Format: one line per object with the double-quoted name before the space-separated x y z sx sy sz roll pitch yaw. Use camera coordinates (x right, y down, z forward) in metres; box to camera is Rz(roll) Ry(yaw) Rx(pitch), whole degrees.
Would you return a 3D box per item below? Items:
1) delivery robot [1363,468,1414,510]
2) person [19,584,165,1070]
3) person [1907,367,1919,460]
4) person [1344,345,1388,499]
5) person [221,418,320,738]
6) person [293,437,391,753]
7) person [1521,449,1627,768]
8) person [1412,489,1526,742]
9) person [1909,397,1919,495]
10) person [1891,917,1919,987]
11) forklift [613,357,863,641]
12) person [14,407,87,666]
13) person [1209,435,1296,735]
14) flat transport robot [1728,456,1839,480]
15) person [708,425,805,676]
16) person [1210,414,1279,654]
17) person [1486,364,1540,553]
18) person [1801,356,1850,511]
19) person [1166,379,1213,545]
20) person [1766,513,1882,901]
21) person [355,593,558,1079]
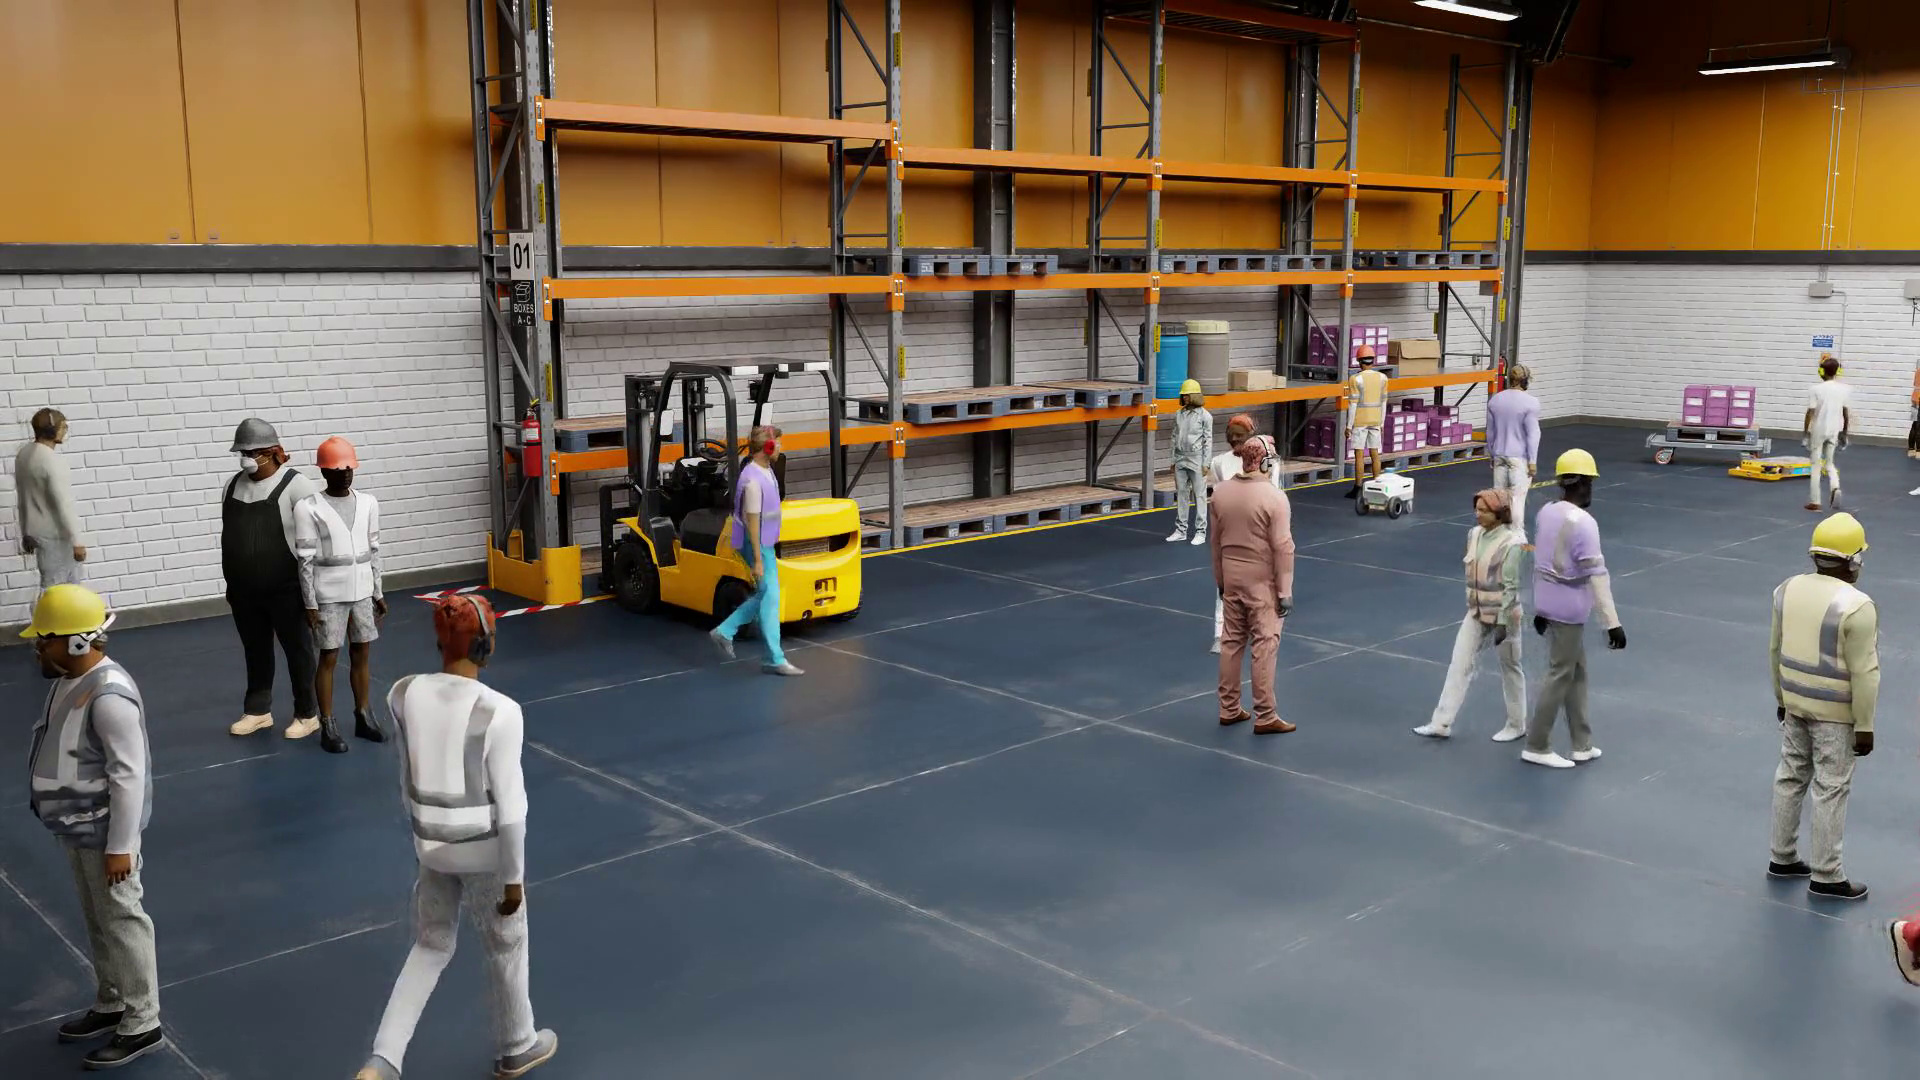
"delivery robot" 5.020 -0.603 19.478 0.477 0.478 0.707 8 13 41
"person" -3.262 1.064 6.262 0.404 1.829 0.600 -9 13 -41
"person" 14.395 -2.039 24.829 0.322 1.694 0.536 2 10 9
"person" 5.059 -1.467 20.800 0.543 1.928 0.374 -3 10 -17
"person" -4.365 0.243 10.454 0.688 2.000 0.536 2 10 14
"person" -3.791 0.329 10.253 0.359 1.938 0.547 8 12 39
"person" 3.628 0.422 9.827 0.556 1.898 0.701 0 10 -2
"person" 3.211 0.488 10.276 0.837 1.596 0.540 -4 10 -21
"person" 12.356 -1.489 20.952 0.379 1.918 0.596 -5 11 -26
"person" 4.092 1.067 6.496 0.530 1.747 0.668 -4 10 -22
"forklift" -1.847 -0.414 13.852 1.214 2.155 2.313 -9 13 -42
"person" -6.705 -0.035 12.437 0.665 1.916 0.645 8 13 40
"person" 1.893 0.282 10.623 0.408 1.909 0.638 -7 12 -37
"flat transport robot" 11.349 -0.999 22.904 1.431 0.197 0.652 -5 11 -27
"person" -1.480 0.070 12.100 0.648 1.820 0.609 0 10 1
"person" 2.232 -0.082 13.000 0.573 1.834 1.019 4 11 24
"person" 5.678 -0.840 17.094 0.376 1.940 0.629 -6 11 -30
"person" 10.253 -1.240 19.677 0.542 1.856 0.529 0 10 -2
"person" 2.424 -0.824 17.572 0.493 1.743 0.295 9 13 42
"person" 4.117 0.782 7.896 0.404 1.836 0.600 -3 10 -14
"person" -1.787 1.112 5.888 0.576 1.865 0.834 4 10 20
